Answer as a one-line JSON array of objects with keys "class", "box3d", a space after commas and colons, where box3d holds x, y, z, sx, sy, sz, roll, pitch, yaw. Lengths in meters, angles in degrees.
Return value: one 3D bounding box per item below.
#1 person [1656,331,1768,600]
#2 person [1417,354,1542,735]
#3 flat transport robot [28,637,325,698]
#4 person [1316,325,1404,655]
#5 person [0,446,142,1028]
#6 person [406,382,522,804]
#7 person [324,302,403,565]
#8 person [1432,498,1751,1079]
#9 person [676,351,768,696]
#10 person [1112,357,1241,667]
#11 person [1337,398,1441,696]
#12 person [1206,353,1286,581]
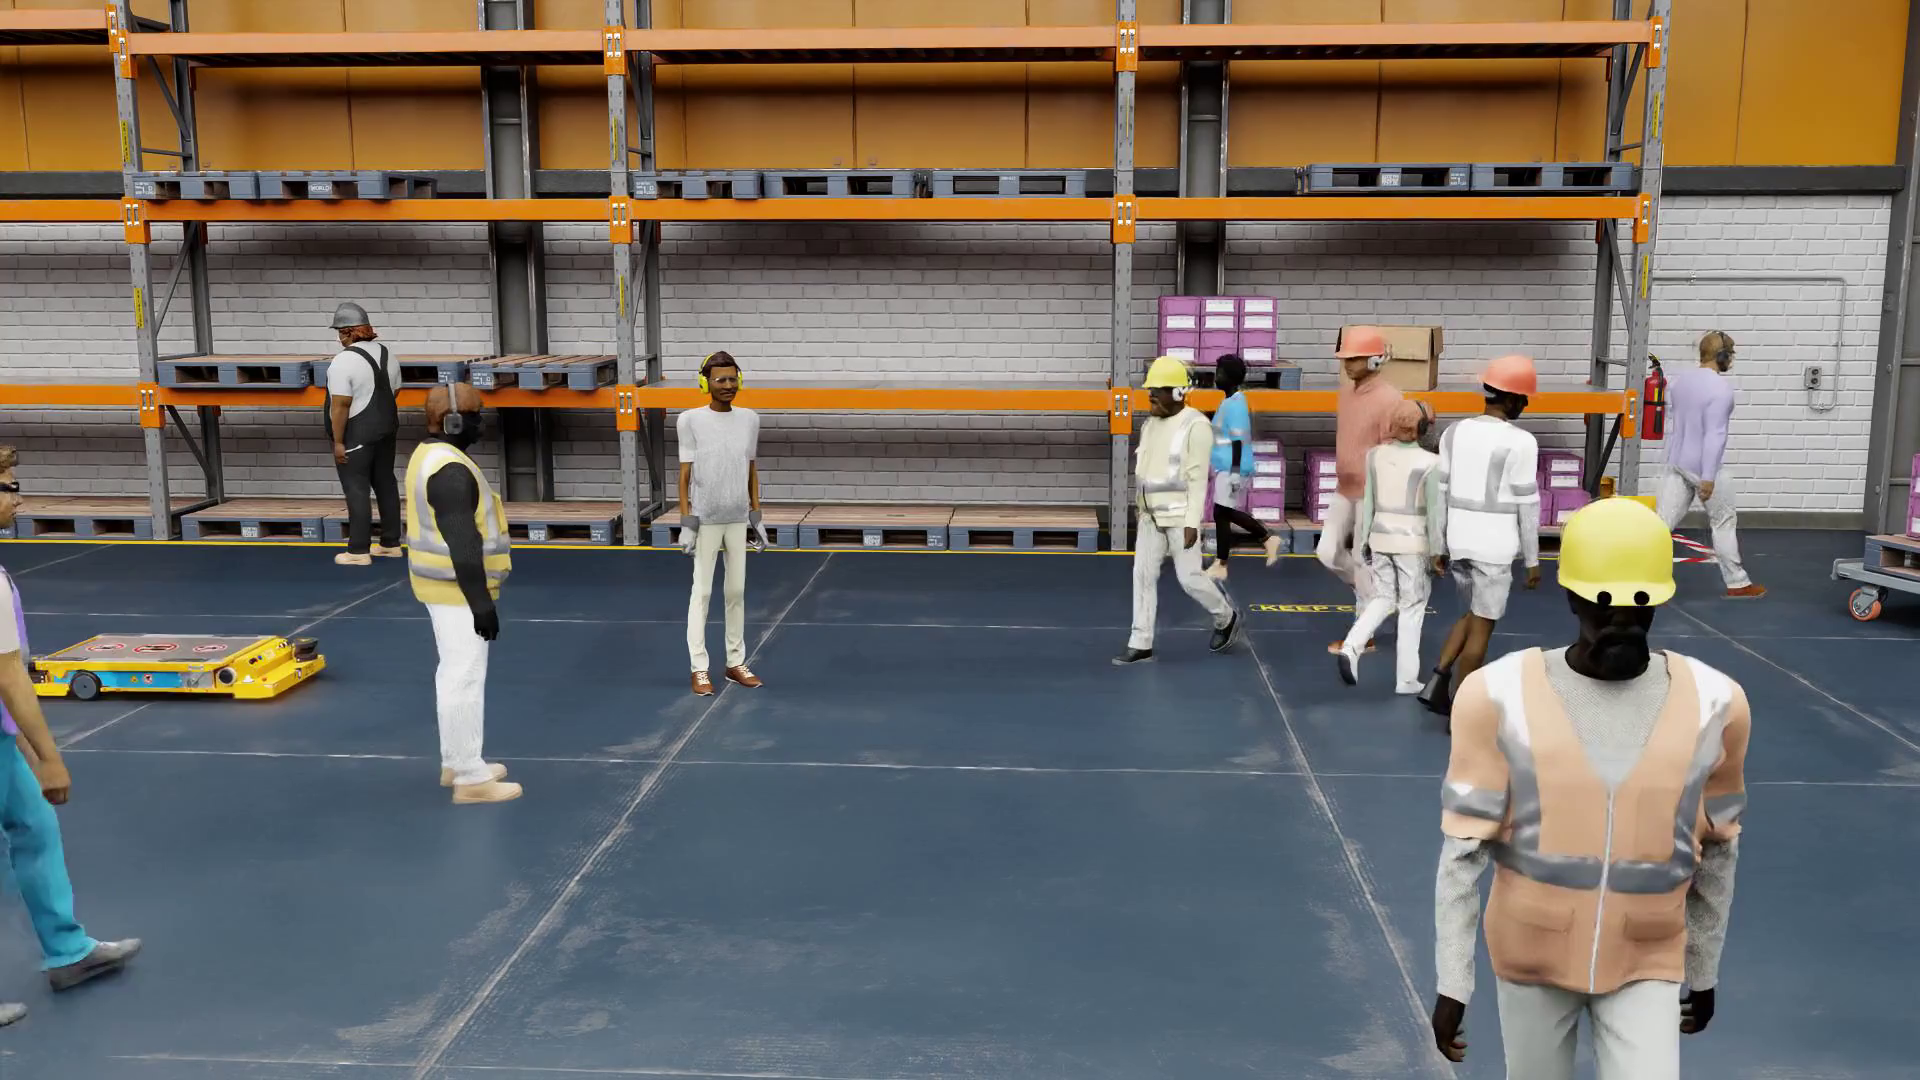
[{"class": "person", "box3d": [5.075, -0.500, 11.469, 1.040, 1.882, 0.631, -2, 10, -10]}, {"class": "person", "box3d": [2.599, 0.038, 8.220, 0.439, 1.906, 0.552, -5, 11, -28]}, {"class": "flat transport robot", "box3d": [-4.352, 0.688, 9.188, 1.431, 0.197, 0.652, 0, 10, 2]}, {"class": "person", "box3d": [2.416, -0.292, 9.941, 0.474, 1.974, 0.629, -4, 11, -23]}, {"class": "person", "box3d": [-2.907, 0.603, 5.152, 0.818, 1.812, 0.610, -9, 13, -43]}, {"class": "person", "box3d": [-2.176, 0.231, 7.274, 0.429, 1.844, 0.627, -5, 11, -25]}, {"class": "person", "box3d": [-4.680, -0.838, 12.943, 0.535, 2.000, 0.681, 4, 10, 22]}, {"class": "person", "box3d": [1.264, 0.867, 3.343, 0.610, 1.902, 0.701, 2, 10, 13]}, {"class": "person", "box3d": [-1.298, -0.097, 9.101, 0.518, 1.874, 0.326, -6, 12, -34]}, {"class": "person", "box3d": [1.294, -0.171, 9.728, 0.805, 1.811, 0.584, -7, 12, -34]}, {"class": "person", "box3d": [2.331, 0.056, 8.927, 0.485, 1.629, 0.516, -7, 12, -36]}, {"class": "person", "box3d": [2.069, -0.528, 12.204, 0.626, 1.682, 0.540, 0, 10, 1]}]
